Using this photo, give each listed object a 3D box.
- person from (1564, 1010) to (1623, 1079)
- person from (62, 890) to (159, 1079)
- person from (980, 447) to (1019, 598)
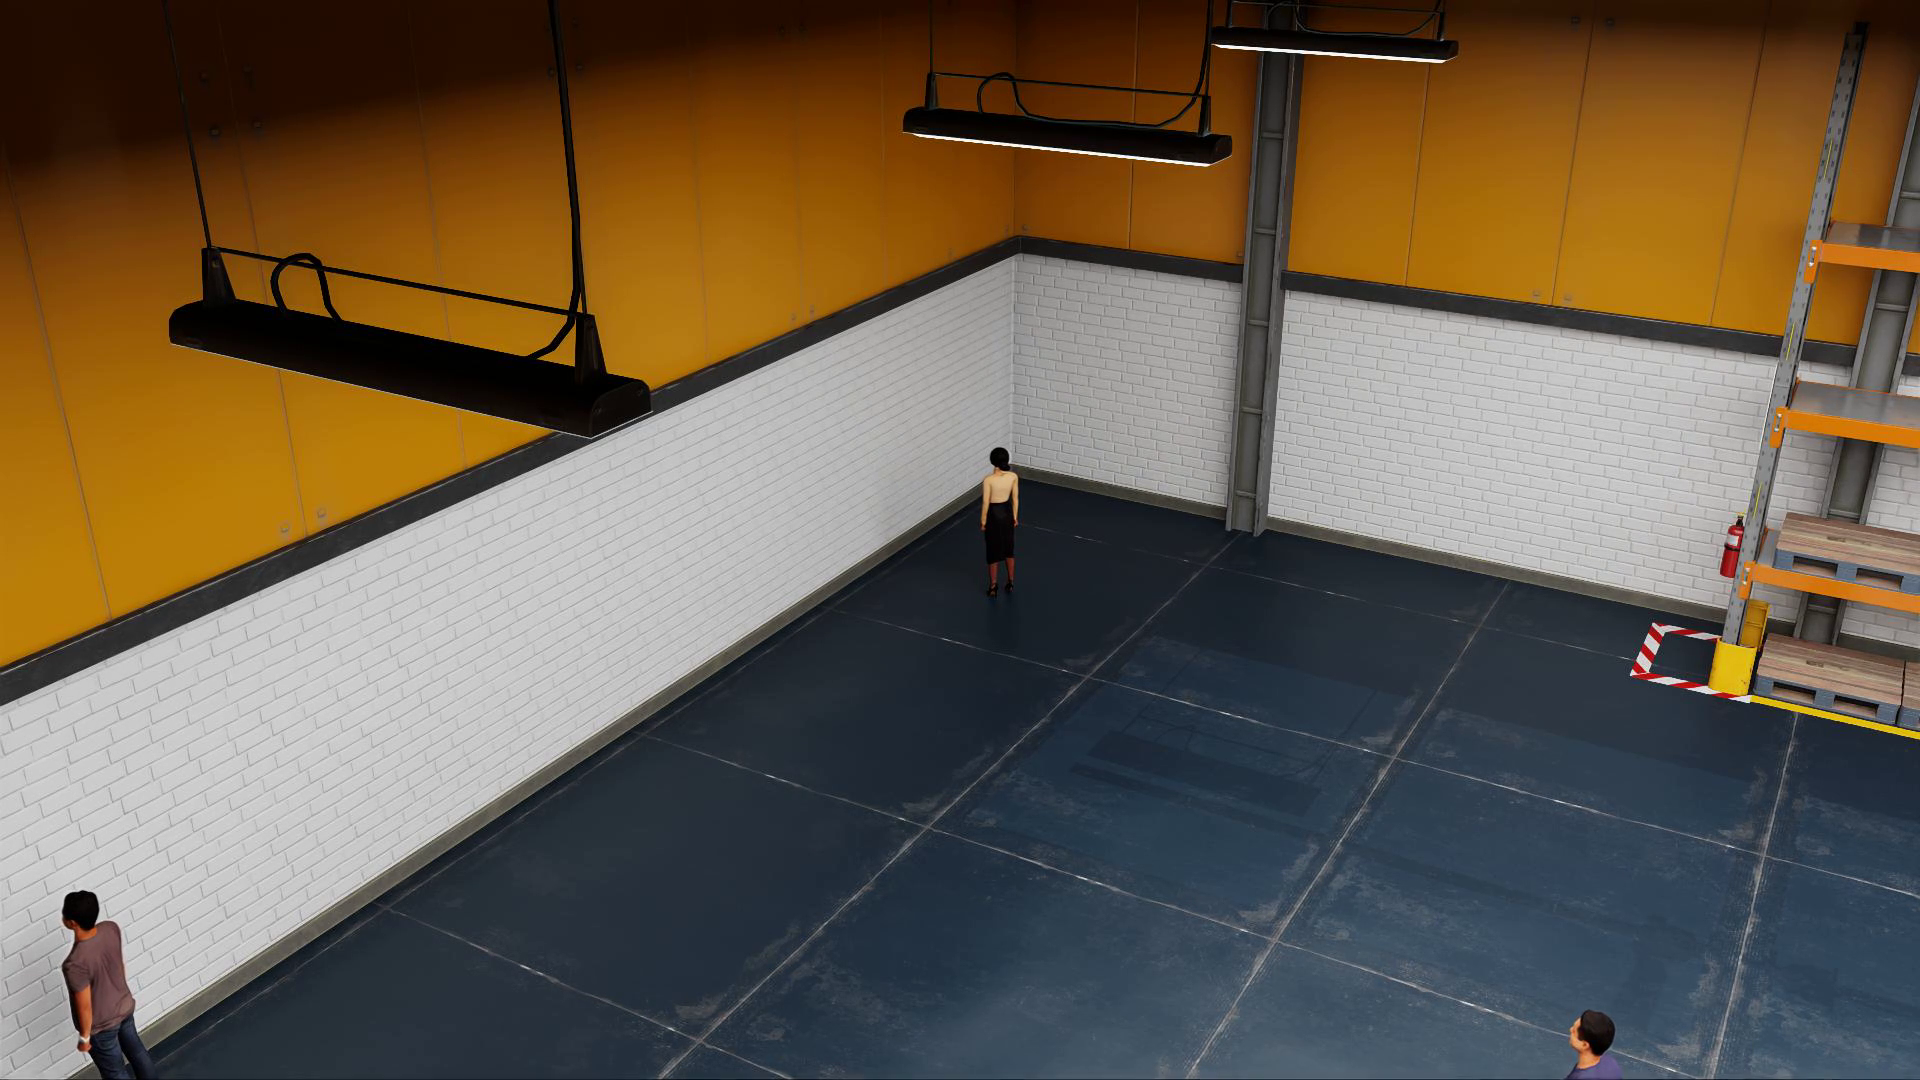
[{"bbox_3d":[3.399,3.345,9.164,0.570,1.793,0.681,18,29,35],"label":"person"},{"bbox_3d":[-5.217,2.901,10.198,0.680,1.779,0.707,3,24,7],"label":"person"},{"bbox_3d":[0.410,-0.195,17.437,0.675,1.654,0.713,-10,25,-21],"label":"person"}]
